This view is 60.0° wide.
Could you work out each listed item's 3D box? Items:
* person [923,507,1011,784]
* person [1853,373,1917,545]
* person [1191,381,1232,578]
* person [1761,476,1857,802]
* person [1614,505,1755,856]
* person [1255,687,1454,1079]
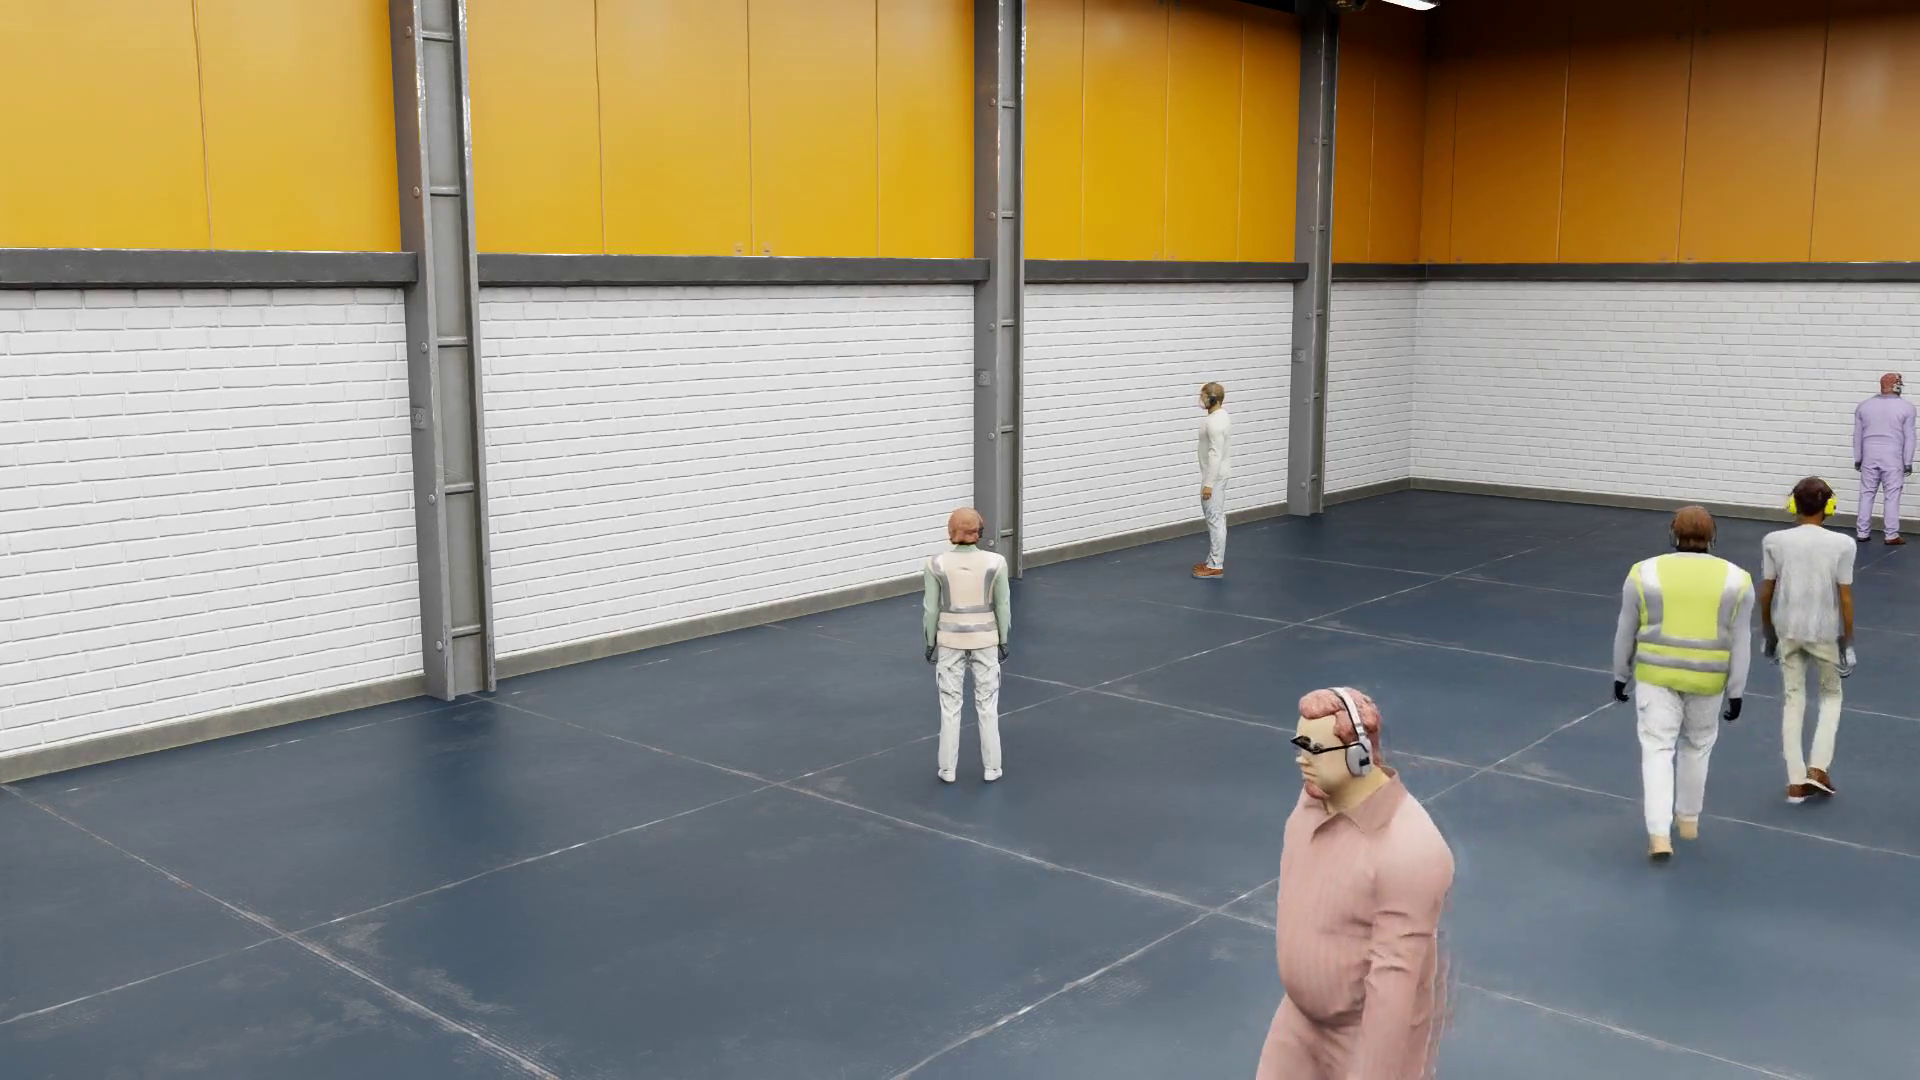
[{"bbox_3d":[0.041,0.620,9.721,0.514,1.640,0.310,0,9,0],"label":"person"},{"bbox_3d":[10.253,-0.900,18.443,0.399,1.905,0.642,-7,11,-38],"label":"person"},{"bbox_3d":[2.486,-0.592,16.397,0.373,1.940,0.629,2,9,12],"label":"person"},{"bbox_3d":[4.812,0.561,9.433,0.543,1.844,0.471,8,12,39],"label":"person"},{"bbox_3d":[3.711,0.733,8.568,0.633,1.824,0.855,3,10,18],"label":"person"},{"bbox_3d":[1.046,1.324,4.532,0.458,1.885,0.639,-4,10,-23],"label":"person"}]
